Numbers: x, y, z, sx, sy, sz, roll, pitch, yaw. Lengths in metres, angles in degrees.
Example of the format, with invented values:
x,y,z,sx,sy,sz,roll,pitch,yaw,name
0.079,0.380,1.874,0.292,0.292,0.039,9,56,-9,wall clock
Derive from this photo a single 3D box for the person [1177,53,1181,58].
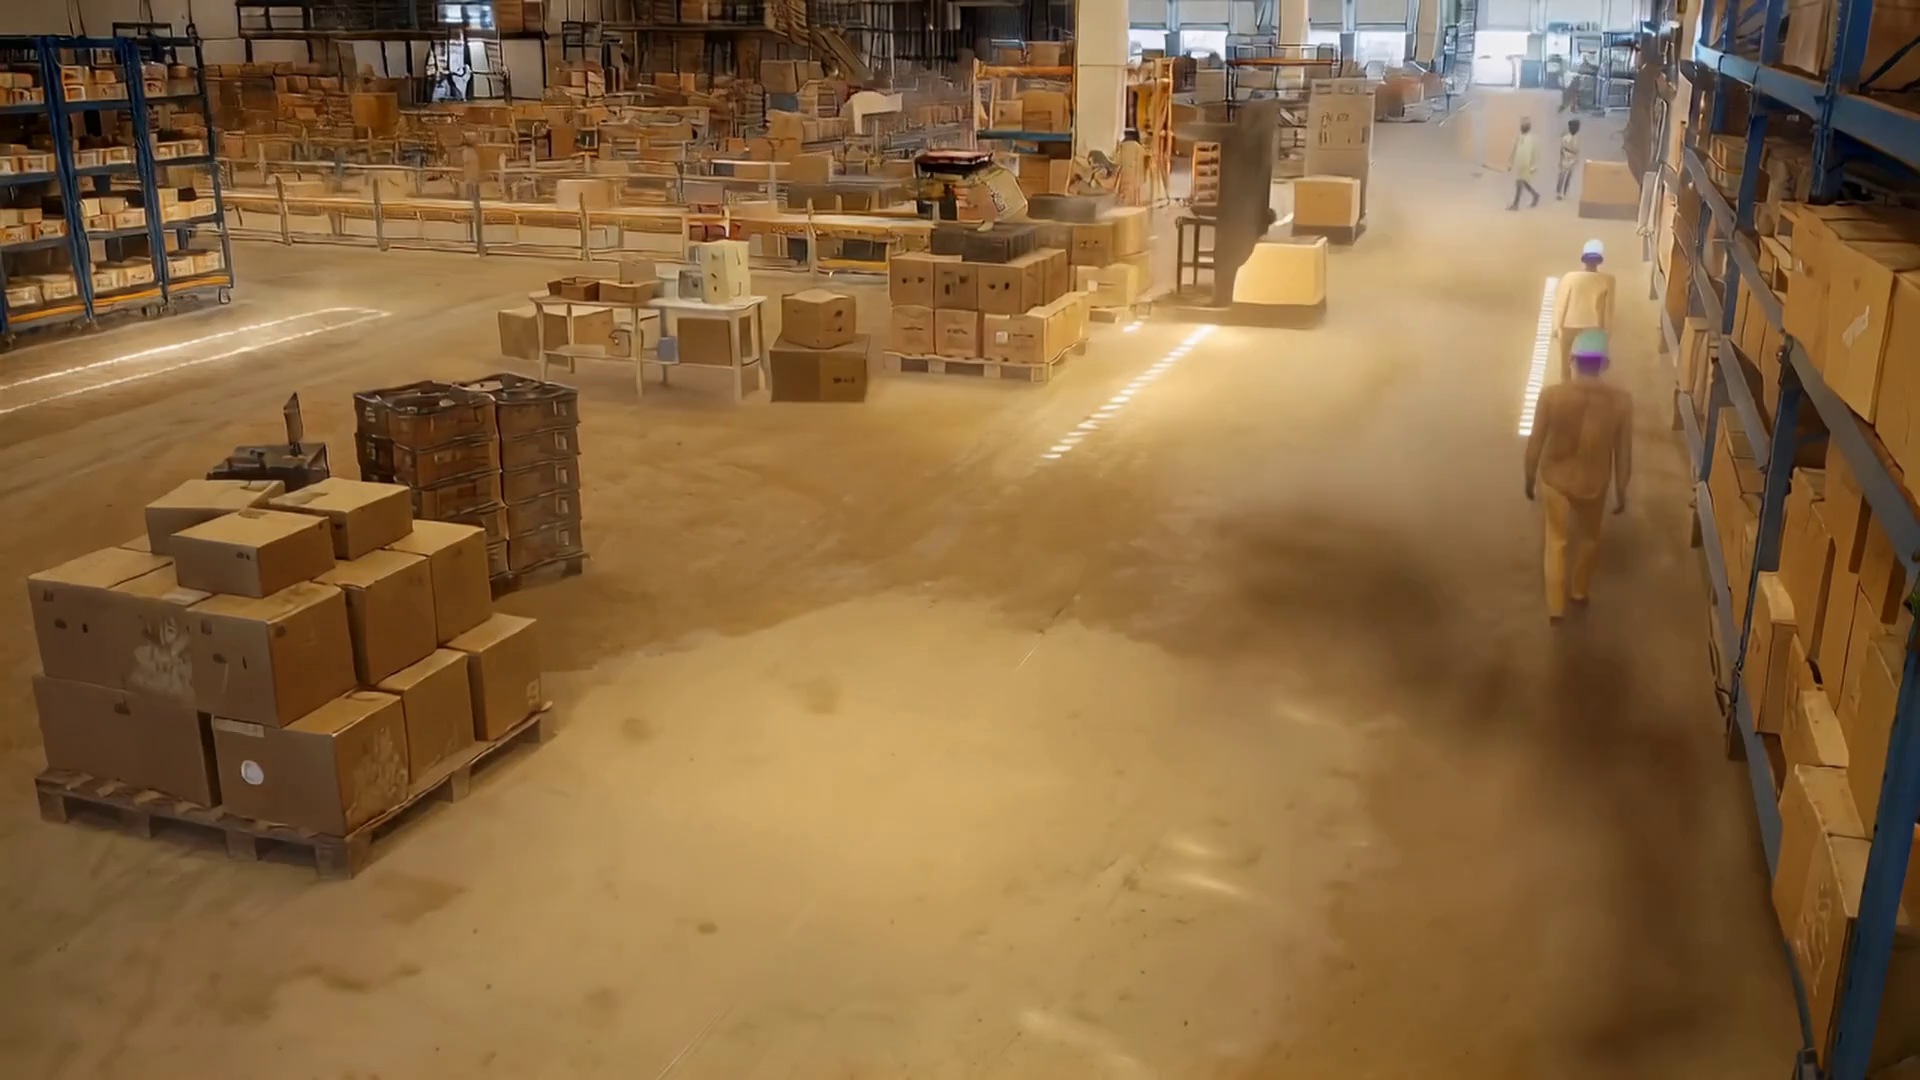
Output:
x,y,z,sx,sy,sz,roll,pitch,yaw,name
11.424,-24.658,87.379,0.627,1.811,0.862,7,19,20,person

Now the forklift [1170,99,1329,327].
x,y,z,sx,sy,sz,roll,pitch,yaw,name
3.816,-4.260,21.541,1.873,2.768,1.129,6,19,19,forklift

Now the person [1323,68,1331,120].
x,y,z,sx,sy,sz,roll,pitch,yaw,name
13.728,-16.680,62.217,0.329,1.865,0.515,-8,19,-22,person

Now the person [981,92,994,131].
x,y,z,sx,sy,sz,roll,pitch,yaw,name
0.944,-11.768,46.910,0.606,1.773,0.965,9,20,26,person

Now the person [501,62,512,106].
x,y,z,sx,sy,sz,roll,pitch,yaw,name
-19.429,-19.524,71.181,0.344,1.847,0.506,10,20,29,person

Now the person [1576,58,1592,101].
x,y,z,sx,sy,sz,roll,pitch,yaw,name
28.189,-20.785,75.063,0.908,1.885,0.612,11,21,31,person

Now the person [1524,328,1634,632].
x,y,z,sx,sy,sz,roll,pitch,yaw,name
4.056,-0.426,10.969,0.654,1.964,0.837,6,19,18,person

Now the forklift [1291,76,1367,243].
x,y,z,sx,sy,sz,roll,pitch,yaw,name
6.598,-6.755,29.381,1.129,2.768,1.873,6,19,19,forklift

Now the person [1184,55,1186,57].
x,y,z,sx,sy,sz,roll,pitch,yaw,name
11.202,-23.006,81.974,0.358,1.937,0.549,-3,18,-9,person

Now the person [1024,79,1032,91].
x,y,z,sx,sy,sz,roll,pitch,yaw,name
2.522,-17.087,63.678,0.690,1.747,0.524,8,19,22,person

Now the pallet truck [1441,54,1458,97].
x,y,z,sx,sy,sz,roll,pitch,yaw,name
22.765,-21.886,78.355,0.823,1.965,1.885,-4,18,-14,pallet truck

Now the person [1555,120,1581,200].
x,y,z,sx,sy,sz,roll,pitch,yaw,name
13.080,-8.153,35.700,0.578,1.694,0.319,-8,20,-25,person

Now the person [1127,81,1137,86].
x,y,z,sx,sy,sz,roll,pitch,yaw,name
6.212,-15.784,59.308,0.710,1.910,0.568,11,21,31,person

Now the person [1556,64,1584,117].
x,y,z,sx,sy,sz,roll,pitch,yaw,name
23.361,-17.170,63.469,1.041,2.000,0.757,8,19,25,person

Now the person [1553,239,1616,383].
x,y,z,sx,sy,sz,roll,pitch,yaw,name
6.292,-2.164,16.786,0.556,1.740,0.705,6,19,18,person

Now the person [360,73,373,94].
x,y,z,sx,sy,sz,roll,pitch,yaw,name
-18.720,-13.749,52.739,0.422,2.026,0.618,-13,22,-35,person

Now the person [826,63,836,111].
x,y,z,sx,sy,sz,roll,pitch,yaw,name
-5.207,-18.162,66.792,0.392,1.915,0.590,-15,23,-39,person

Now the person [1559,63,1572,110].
x,y,z,sx,sy,sz,roll,pitch,yaw,name
24.821,-18.564,68.137,0.587,1.868,0.524,0,18,-1,person

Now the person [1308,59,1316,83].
x,y,z,sx,sy,sz,roll,pitch,yaw,name
19.739,-26.630,93.277,0.413,1.988,0.639,5,18,16,person

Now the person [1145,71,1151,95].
x,y,z,sx,sy,sz,roll,pitch,yaw,name
6.583,-15.506,58.440,0.541,1.914,0.559,3,18,10,person

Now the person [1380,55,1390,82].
x,y,z,sx,sy,sz,roll,pitch,yaw,name
20.676,-22.655,81.029,0.429,1.839,0.634,-1,18,-3,person

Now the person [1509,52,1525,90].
x,y,z,sx,sy,sz,roll,pitch,yaw,name
28.780,-24.246,85.966,0.782,1.888,0.634,13,22,34,person

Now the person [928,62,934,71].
x,y,z,sx,sy,sz,roll,pitch,yaw,name
-1.302,-18.276,67.118,0.858,1.943,0.624,10,20,28,person

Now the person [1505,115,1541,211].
x,y,z,sx,sy,sz,roll,pitch,yaw,name
11.548,-7.672,33.839,0.832,1.915,0.537,-6,19,-18,person

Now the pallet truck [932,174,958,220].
x,y,z,sx,sy,sz,roll,pitch,yaw,name
-0.507,-5.292,27.348,0.653,1.274,1.630,6,19,19,pallet truck

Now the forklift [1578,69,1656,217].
x,y,z,sx,sy,sz,roll,pitch,yaw,name
13.219,-7.740,32.475,1.873,2.768,1.129,6,19,18,forklift

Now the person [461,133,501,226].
x,y,z,sx,sy,sz,roll,pitch,yaw,name
-9.094,-6.754,31.245,0.836,1.734,0.533,2,18,7,person

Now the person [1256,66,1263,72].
x,y,z,sx,sy,sz,roll,pitch,yaw,name
13.897,-21.598,77.598,0.870,1.912,0.639,8,19,23,person
